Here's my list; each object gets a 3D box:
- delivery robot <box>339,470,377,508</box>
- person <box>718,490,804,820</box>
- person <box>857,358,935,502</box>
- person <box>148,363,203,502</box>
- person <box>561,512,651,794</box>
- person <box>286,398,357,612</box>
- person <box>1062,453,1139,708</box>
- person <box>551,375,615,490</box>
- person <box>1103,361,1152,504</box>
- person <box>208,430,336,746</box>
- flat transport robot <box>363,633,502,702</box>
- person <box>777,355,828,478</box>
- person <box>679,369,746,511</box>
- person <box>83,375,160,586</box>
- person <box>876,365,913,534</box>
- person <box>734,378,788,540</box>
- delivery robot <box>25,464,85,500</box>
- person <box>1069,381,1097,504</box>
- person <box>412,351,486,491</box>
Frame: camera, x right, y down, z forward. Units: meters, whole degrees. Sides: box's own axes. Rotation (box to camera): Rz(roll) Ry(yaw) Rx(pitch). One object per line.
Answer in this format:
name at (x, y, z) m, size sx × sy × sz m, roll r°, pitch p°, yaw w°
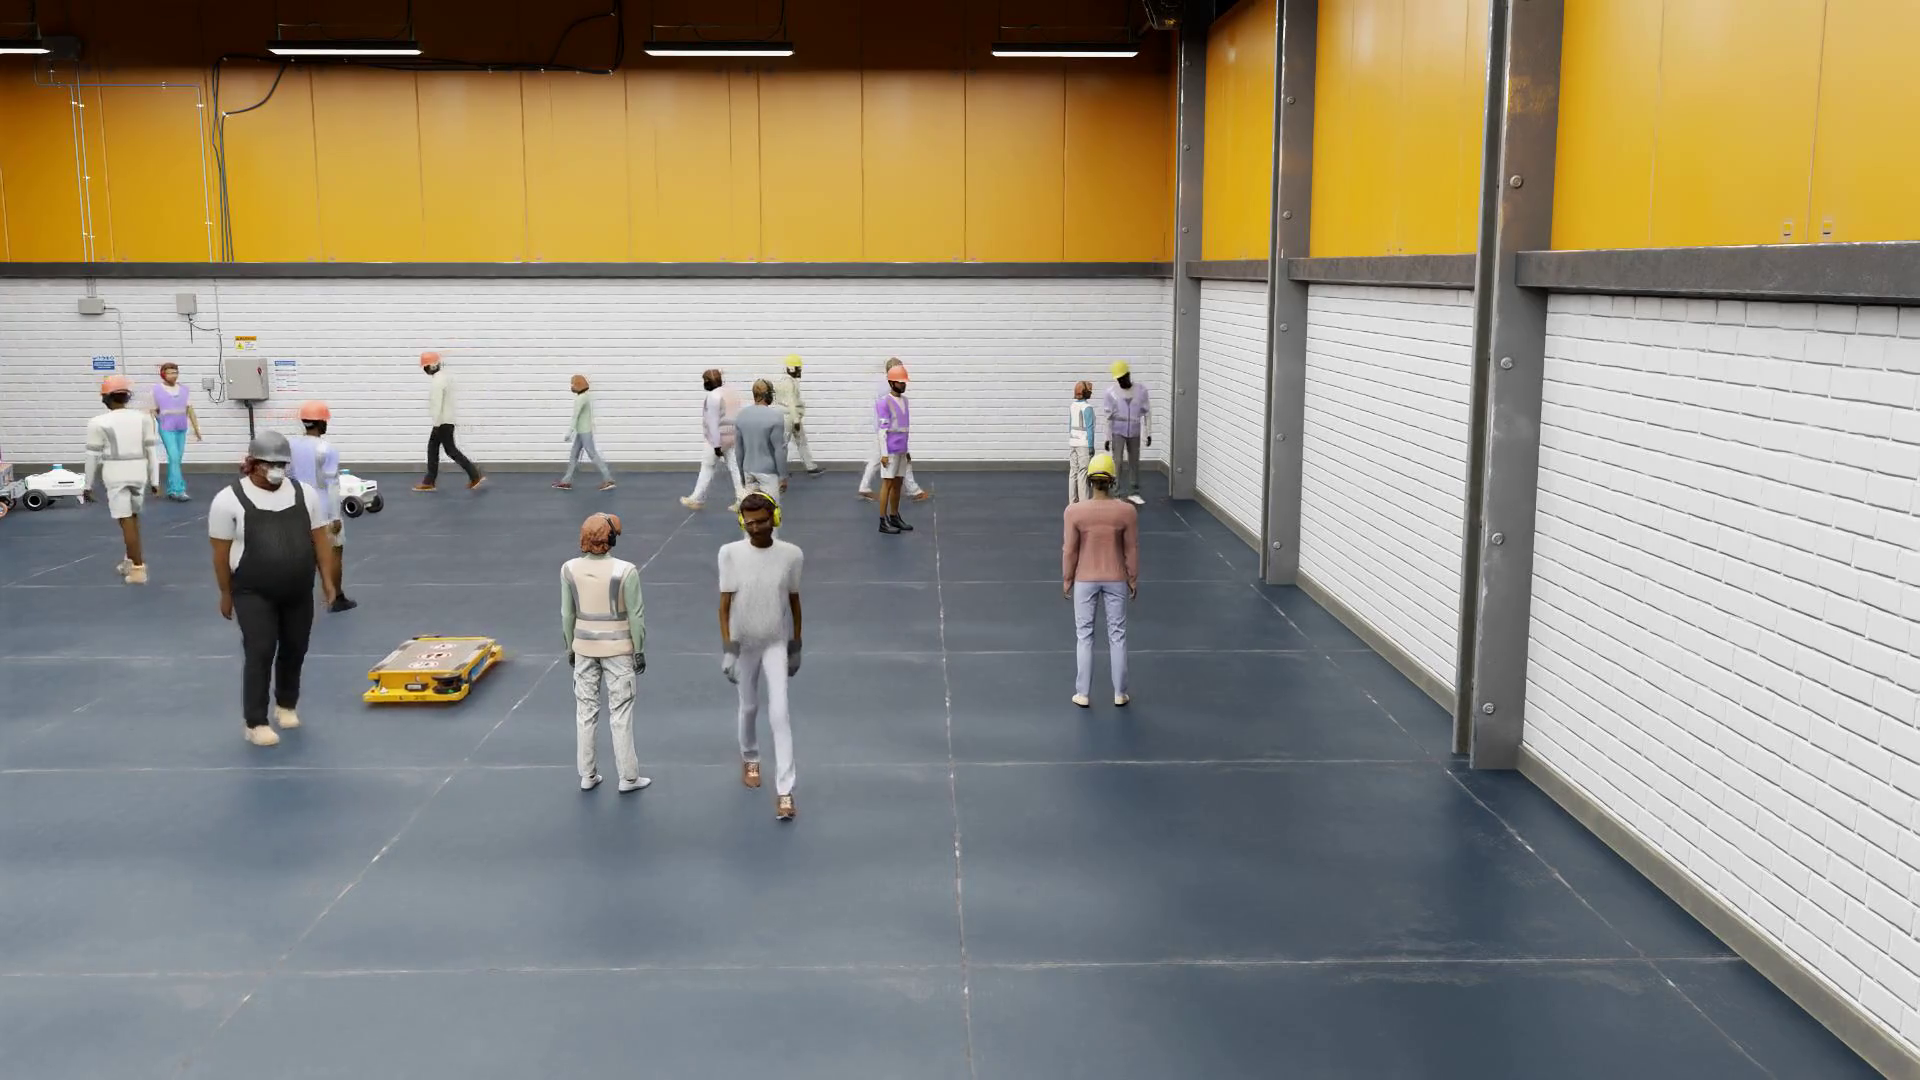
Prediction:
delivery robot at (-7.575, -0.626, 20.517) m, size 0.707 × 0.478 × 0.477 m, roll 2°, pitch 9°, yaw 15°
person at (-1.123, 0.607, 9.450) m, size 0.481 × 1.809 × 0.976 m, roll -1°, pitch 9°, yaw -7°
person at (-0.884, -1.423, 21.623) m, size 1.020 × 1.888 × 0.644 m, roll 0°, pitch 9°, yaw -2°
person at (-10.174, -1.394, 21.676) m, size 0.823 × 1.816 × 0.570 m, roll 5°, pitch 10°, yaw 28°
person at (-2.055, 0.657, 9.623) m, size 0.511 × 1.640 × 0.308 m, roll 2°, pitch 10°, yaw 15°
person at (-5.646, -0.269, 14.472) m, size 0.548 × 1.916 × 0.796 m, roll 4°, pitch 10°, yaw 21°
person at (0.969, 0.283, 11.530) m, size 0.533 × 1.767 × 0.326 m, roll 0°, pitch 9°, yaw -2°
person at (-5.173, -1.471, 22.832) m, size 0.876 × 1.587 × 0.513 m, roll -1°, pitch 9°, yaw -7°
person at (2.129, -1.348, 21.213) m, size 0.630 × 1.865 × 0.767 m, roll -1°, pitch 9°, yaw -8°
person at (-4.461, 0.263, 10.813) m, size 0.649 × 2.000 × 0.702 m, roll 9°, pitch 13°, yaw 44°
flat transport robot at (-3.839, 0.922, 12.185) m, size 0.652 × 0.197 × 1.431 m, roll -1°, pitch 9°, yaw -3°
person at (-2.326, -1.774, 24.044) m, size 0.879 × 1.789 × 0.614 m, roll 0°, pitch 9°, yaw 1°
person at (-3.073, -1.240, 20.784) m, size 0.969 × 1.784 × 0.648 m, roll 4°, pitch 10°, yaw 25°
person at (-8.131, -0.576, 16.033) m, size 0.880 × 2.009 × 0.630 m, roll 6°, pitch 11°, yaw 34°
person at (-0.724, -1.044, 19.140) m, size 0.376 × 1.935 × 0.550 m, roll 5°, pitch 11°, yaw 30°
person at (-1.991, -0.660, 16.784) m, size 0.629 × 1.940 × 0.379 m, roll 7°, pitch 11°, yaw 35°
delivery robot at (-11.419, -0.717, 21.077) m, size 0.707 × 0.478 × 0.477 m, roll -2°, pitch 9°, yaw -15°
person at (1.528, -1.165, 20.789) m, size 0.311 × 1.642 × 0.513 m, roll -4°, pitch 10°, yaw -24°
person at (-6.990, -1.619, 22.698) m, size 0.960 × 1.940 × 0.642 m, roll -2°, pitch 9°, yaw -13°
